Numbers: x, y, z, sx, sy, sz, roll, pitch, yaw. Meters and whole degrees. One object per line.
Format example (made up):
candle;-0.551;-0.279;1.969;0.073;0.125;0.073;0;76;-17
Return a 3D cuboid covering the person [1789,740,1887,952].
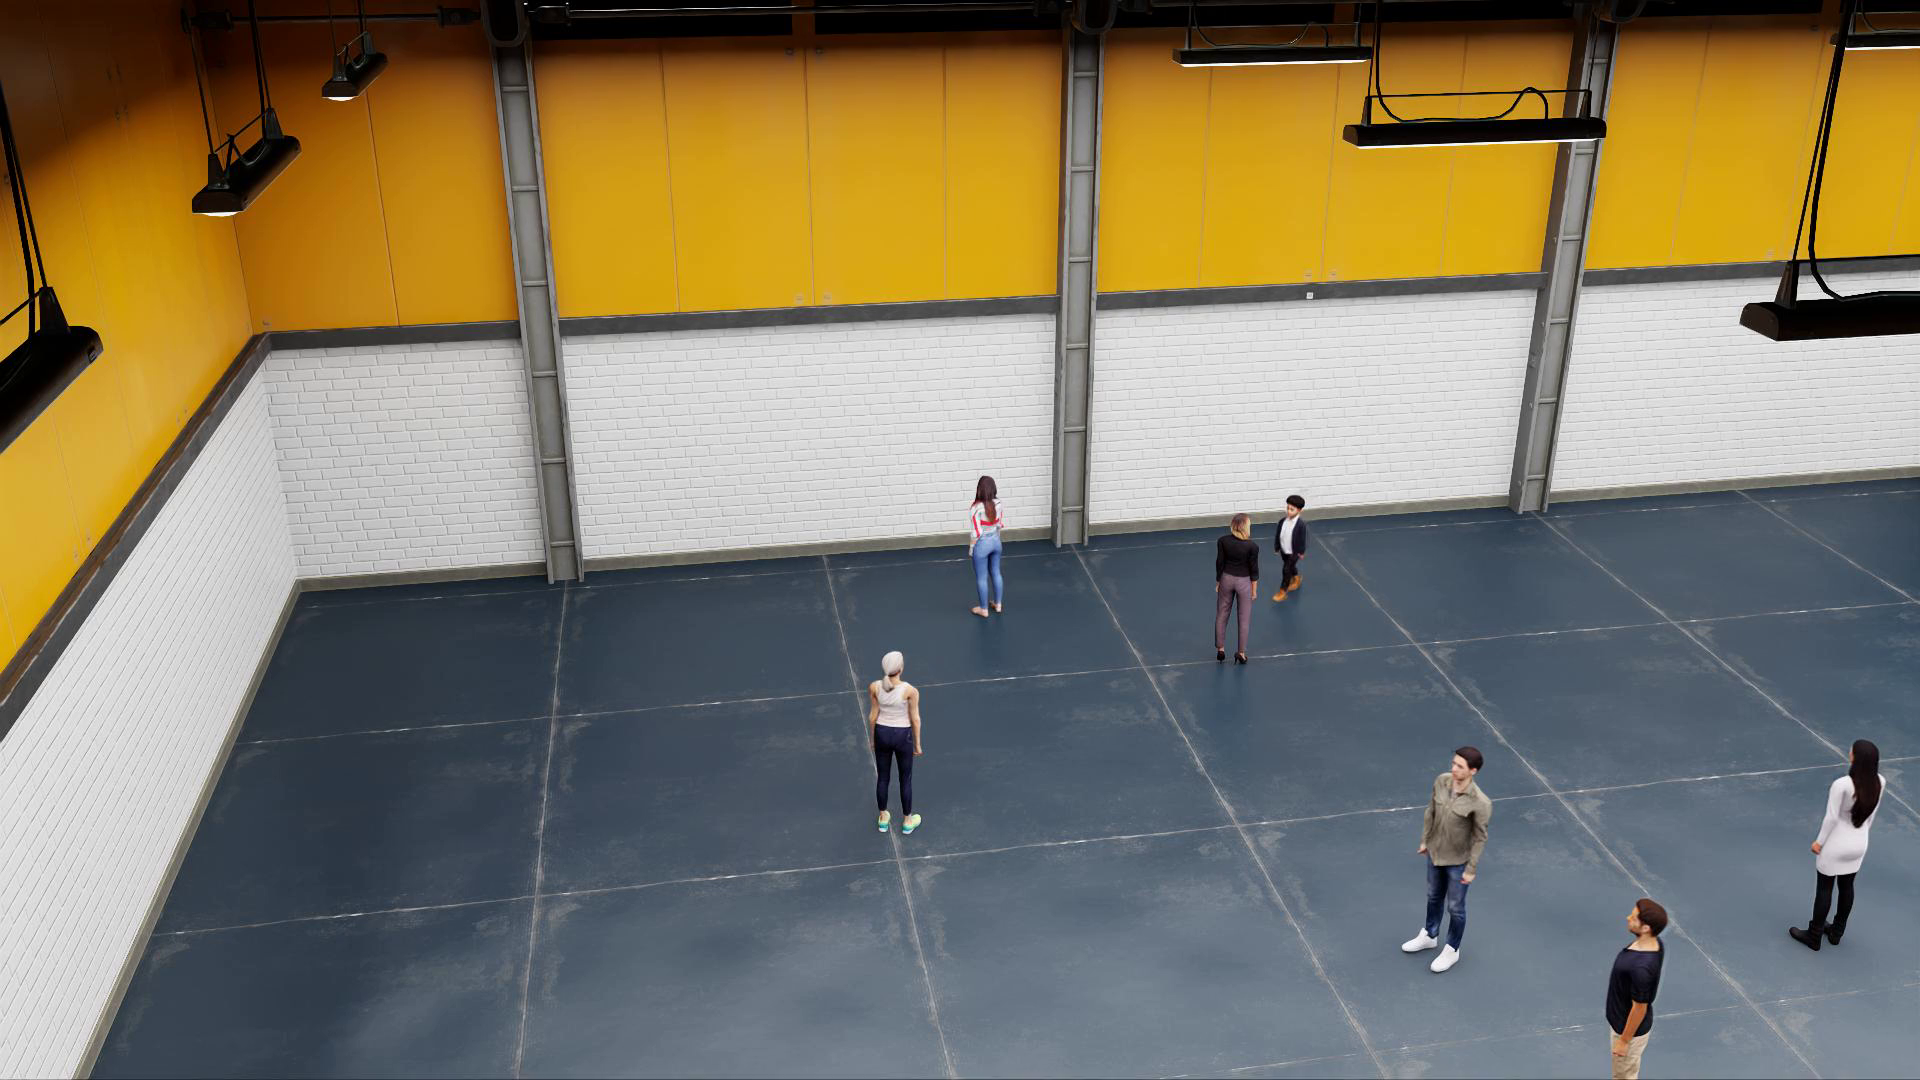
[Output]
person;6.755;2.328;12.723;0.487;1.809;0.677;-6;24;-13

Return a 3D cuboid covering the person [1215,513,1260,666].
person;2.824;0.501;17.073;0.653;1.671;0.748;10;26;22

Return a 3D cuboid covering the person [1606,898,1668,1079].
person;4.364;3.137;10.812;0.737;1.856;0.723;11;26;23

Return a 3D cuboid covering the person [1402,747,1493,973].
person;3.722;2.373;12.550;0.727;1.864;0.778;-13;27;-28

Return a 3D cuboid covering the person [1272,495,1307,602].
person;3.744;0.056;18.664;0.912;1.212;0.765;-19;30;-37

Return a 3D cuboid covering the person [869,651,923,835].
person;-0.566;1.726;14.233;0.597;1.702;0.736;5;24;12

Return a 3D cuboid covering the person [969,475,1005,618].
person;0.293;0.053;18.171;0.587;1.612;0.720;-16;28;-33
